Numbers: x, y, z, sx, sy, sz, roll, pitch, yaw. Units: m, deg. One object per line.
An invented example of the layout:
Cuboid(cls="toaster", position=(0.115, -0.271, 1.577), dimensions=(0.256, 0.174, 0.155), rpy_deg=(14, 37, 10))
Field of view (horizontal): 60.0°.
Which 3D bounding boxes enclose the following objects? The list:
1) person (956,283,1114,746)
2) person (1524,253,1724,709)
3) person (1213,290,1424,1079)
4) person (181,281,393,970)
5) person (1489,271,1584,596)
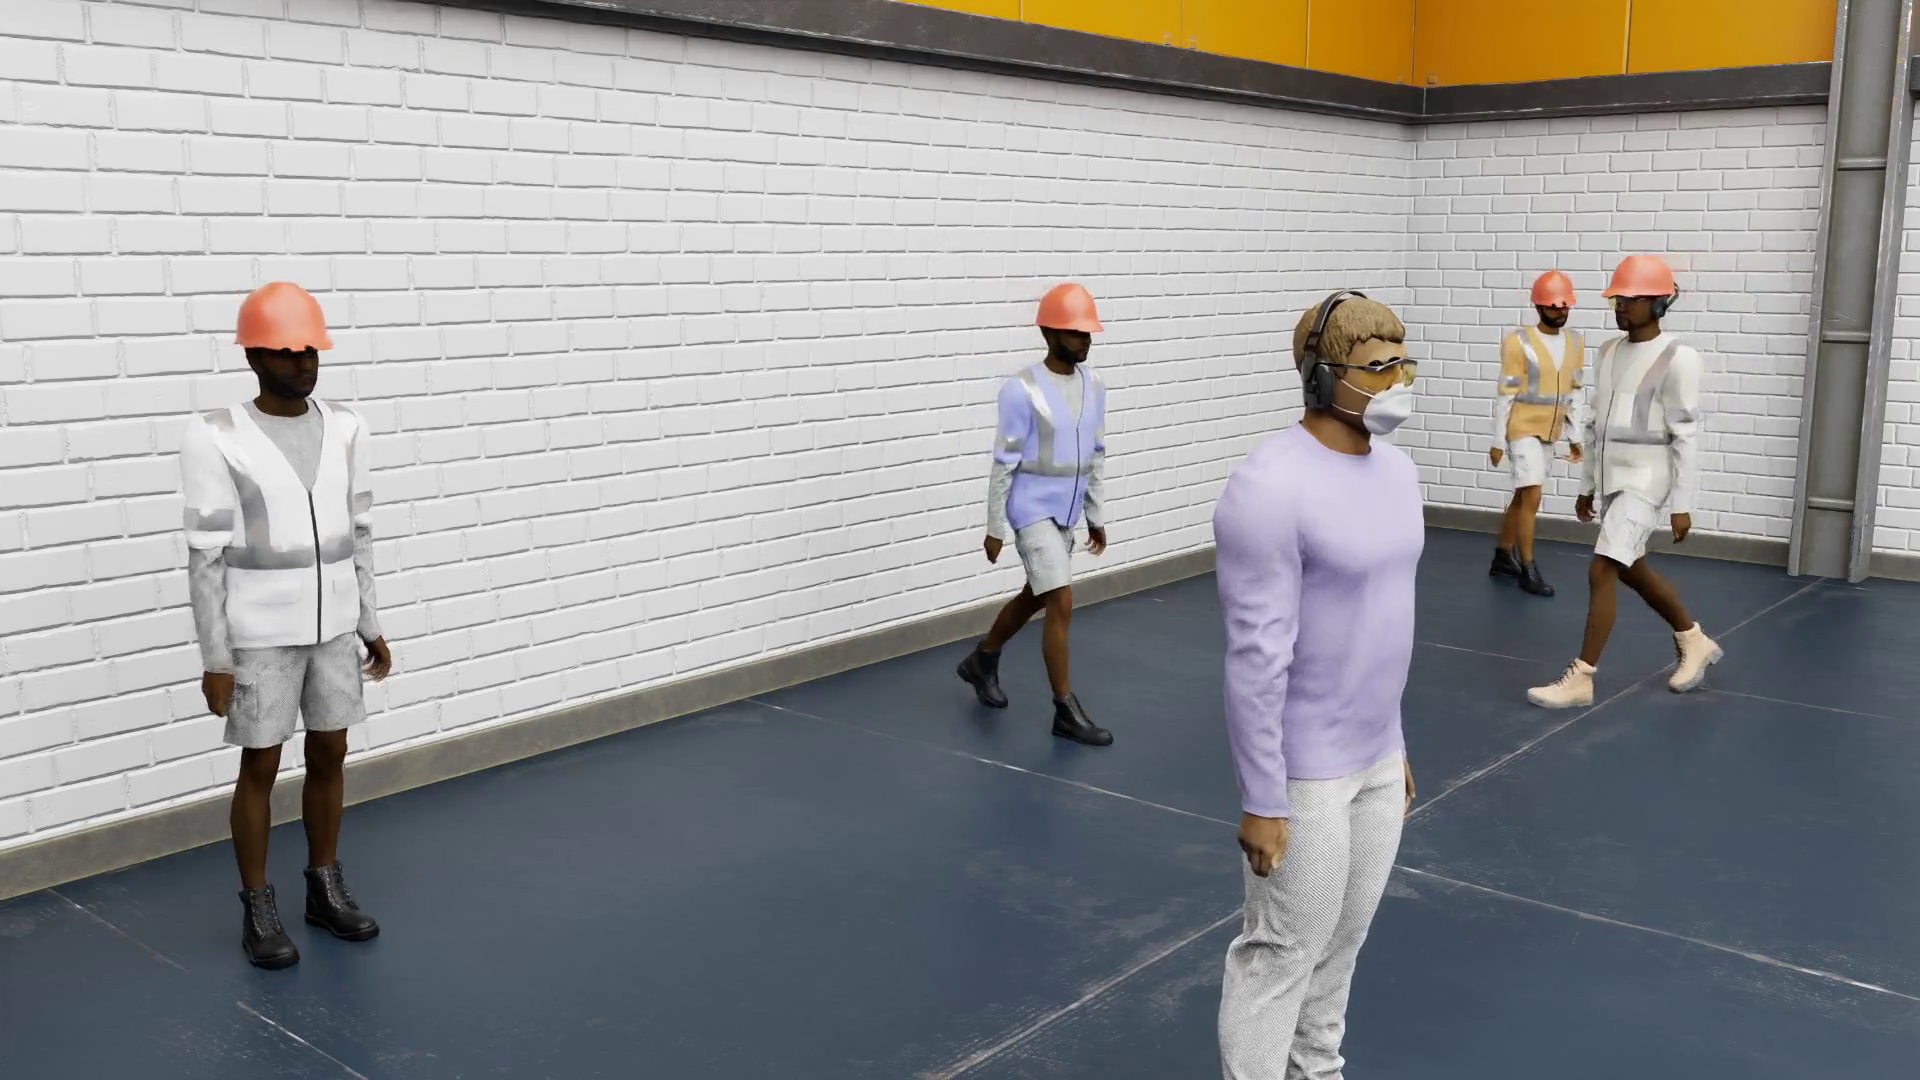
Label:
Cuboid(cls="person", position=(0.299, -0.136, 7.022), dimensions=(0.545, 1.896, 0.940), rpy_deg=(-10, 14, -44))
Cuboid(cls="person", position=(3.026, -0.260, 7.356), dimensions=(1.001, 2.009, 0.613), rpy_deg=(-2, 10, -13))
Cuboid(cls="person", position=(0.756, 0.464, 3.427), dimensions=(0.366, 1.939, 0.635), rpy_deg=(8, 13, 40))
Cuboid(cls="person", position=(-1.872, 0.249, 4.710), dimensions=(0.420, 1.929, 0.558), rpy_deg=(8, 13, 38))
Cuboid(cls="person", position=(3.399, -0.638, 9.890), dimensions=(0.562, 1.898, 0.692), rpy_deg=(-5, 11, -26))
